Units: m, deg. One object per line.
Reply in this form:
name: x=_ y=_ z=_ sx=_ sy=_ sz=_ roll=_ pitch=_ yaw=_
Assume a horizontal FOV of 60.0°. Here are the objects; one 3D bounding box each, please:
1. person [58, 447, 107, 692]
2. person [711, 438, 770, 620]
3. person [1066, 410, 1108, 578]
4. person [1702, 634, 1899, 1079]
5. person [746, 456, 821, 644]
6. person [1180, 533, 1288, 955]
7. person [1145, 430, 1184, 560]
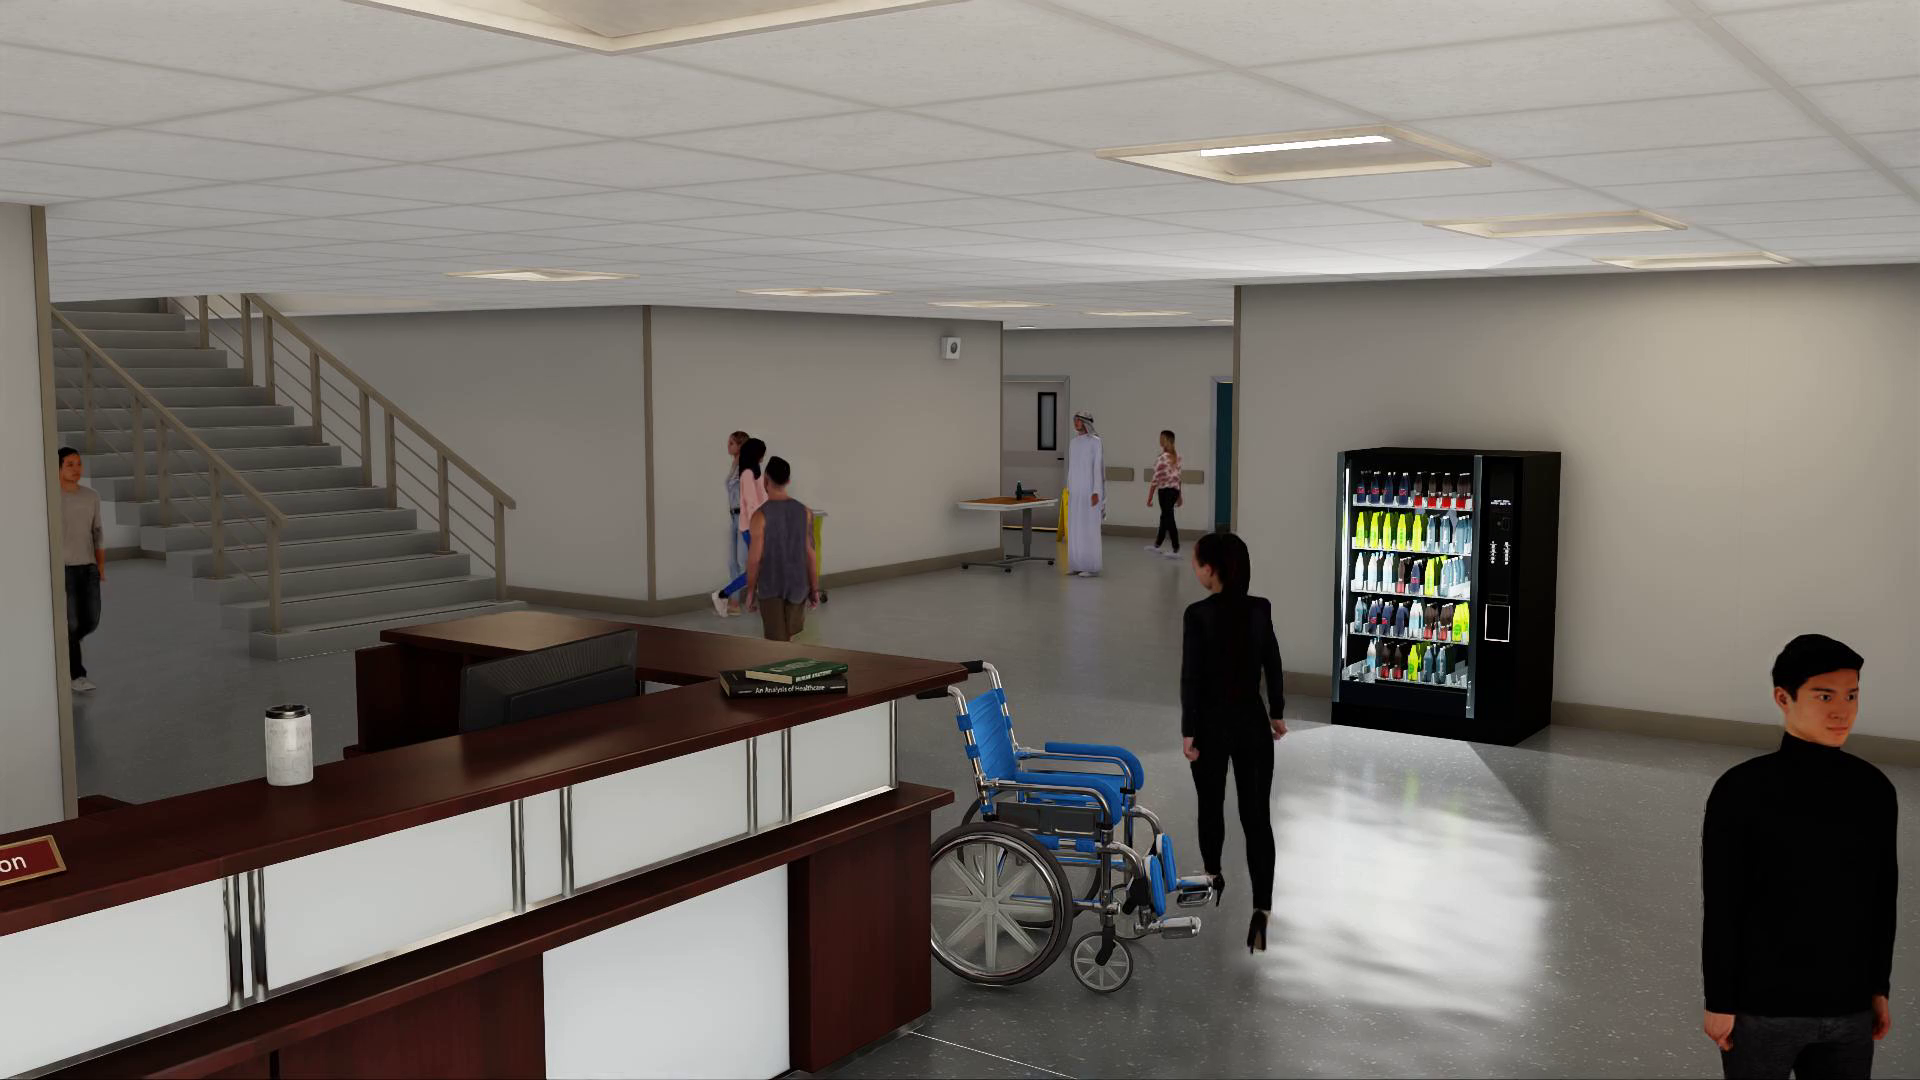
person: x=-6.641 y=0.218 z=12.319 sx=0.888 sy=1.795 sz=0.662 roll=4 pitch=7 yaw=33
person: x=-1.929 y=-0.045 z=15.229 sx=1.105 sy=1.735 sz=0.899 roll=2 pitch=6 yaw=17
person: x=1.459 y=-0.540 z=19.215 sx=0.788 sy=1.922 sz=0.661 roll=-5 pitch=8 yaw=-41
person: x=2.068 y=1.081 z=4.113 sx=0.688 sy=1.720 sz=0.767 roll=-1 pitch=6 yaw=-5
person: x=-1.176 y=0.356 z=11.315 sx=0.781 sy=1.829 sz=0.870 roll=-4 pitch=7 yaw=-33
person: x=1.123 y=0.846 z=6.747 sx=1.092 sy=1.661 sz=1.128 roll=0 pitch=6 yaw=-4
person: x=2.691 y=-0.557 z=20.951 sx=0.707 sy=1.609 sz=0.940 roll=-6 pitch=8 yaw=-44
